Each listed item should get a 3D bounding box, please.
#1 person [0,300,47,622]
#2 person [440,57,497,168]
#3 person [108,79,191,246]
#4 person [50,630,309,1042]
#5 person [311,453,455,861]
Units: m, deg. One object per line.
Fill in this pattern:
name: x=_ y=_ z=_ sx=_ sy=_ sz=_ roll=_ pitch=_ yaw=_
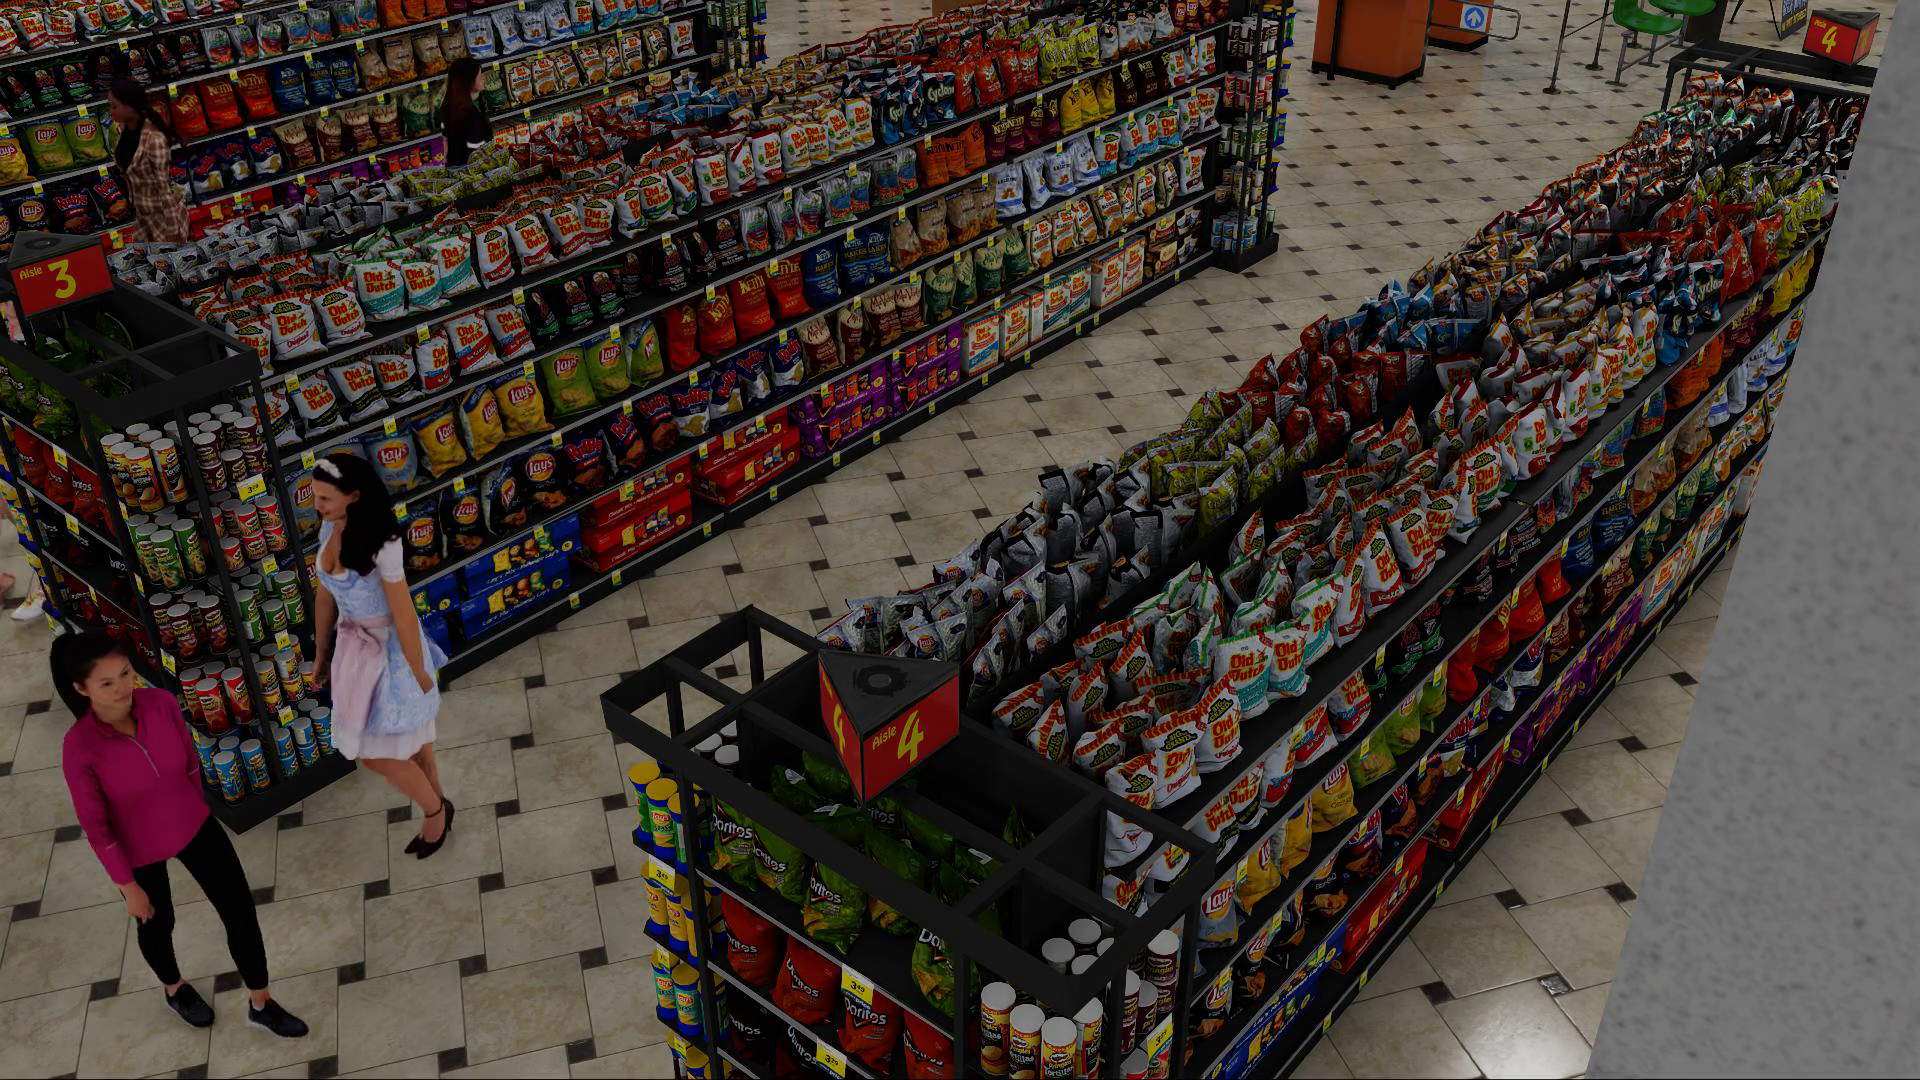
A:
person: x=-4.213 y=-0.525 z=7.983 sx=0.585 sy=1.694 sz=1.187 roll=23 pitch=39 yaw=32
person: x=-3.327 y=-2.348 z=11.001 sx=1.007 sy=1.600 sz=0.764 roll=-20 pitch=37 yaw=-29
person: x=-4.831 y=-1.969 z=10.226 sx=0.586 sy=1.776 sz=0.638 roll=24 pitch=39 yaw=33
person: x=-2.739 y=0.983 z=5.569 sx=0.691 sy=1.683 sz=0.791 roll=20 pitch=37 yaw=29
person: x=-2.113 y=0.431 z=6.341 sx=0.690 sy=1.804 sz=0.795 roll=26 pitch=40 yaw=35
